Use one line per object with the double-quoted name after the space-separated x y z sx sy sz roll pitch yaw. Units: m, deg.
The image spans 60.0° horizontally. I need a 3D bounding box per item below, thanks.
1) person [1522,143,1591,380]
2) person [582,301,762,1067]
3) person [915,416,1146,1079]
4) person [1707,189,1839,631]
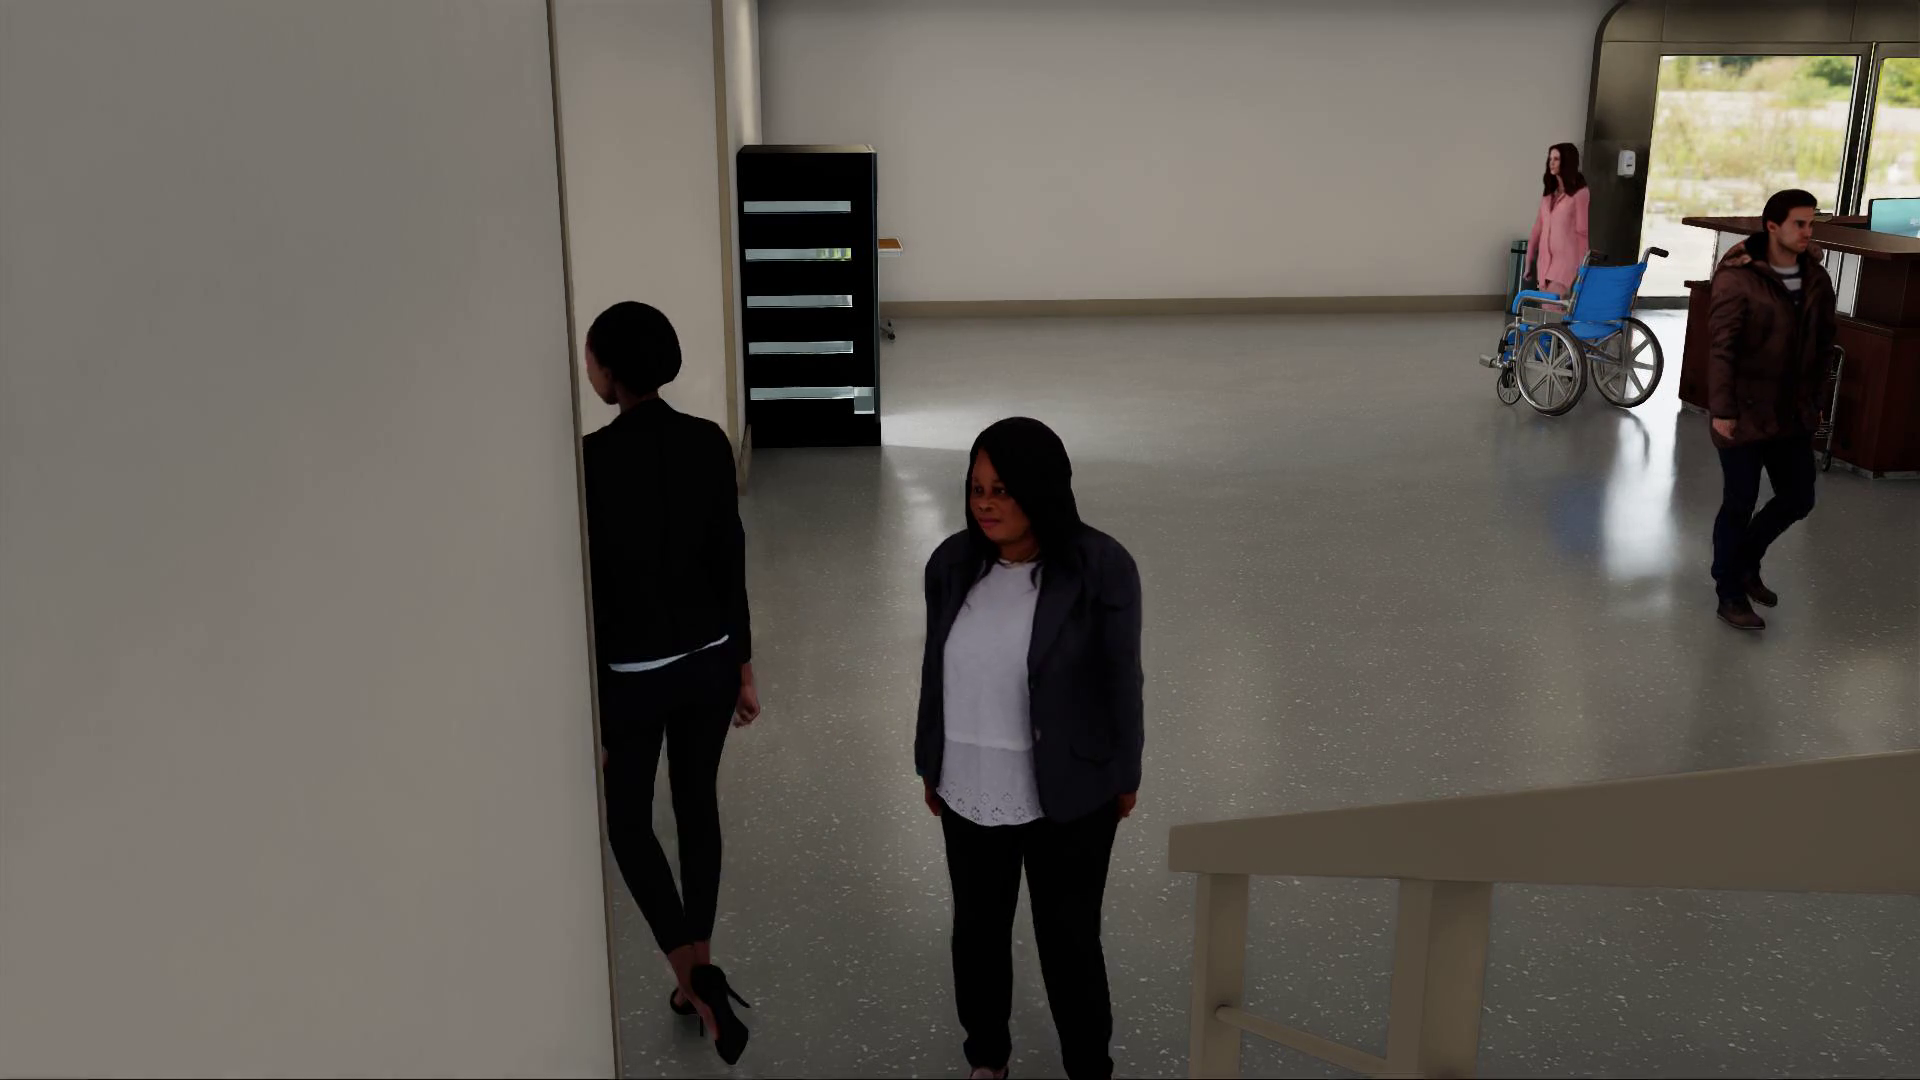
4.608 -2.080 12.596 0.816 1.777 0.705 -8 18 -26 "person"
-0.643 0.393 3.751 0.864 1.816 1.026 -8 18 -26 "person"
0.150 0.509 3.750 0.799 1.593 0.826 5 17 18 "person"
3.401 -0.569 7.115 0.796 1.842 0.786 -3 16 -11 "person"
